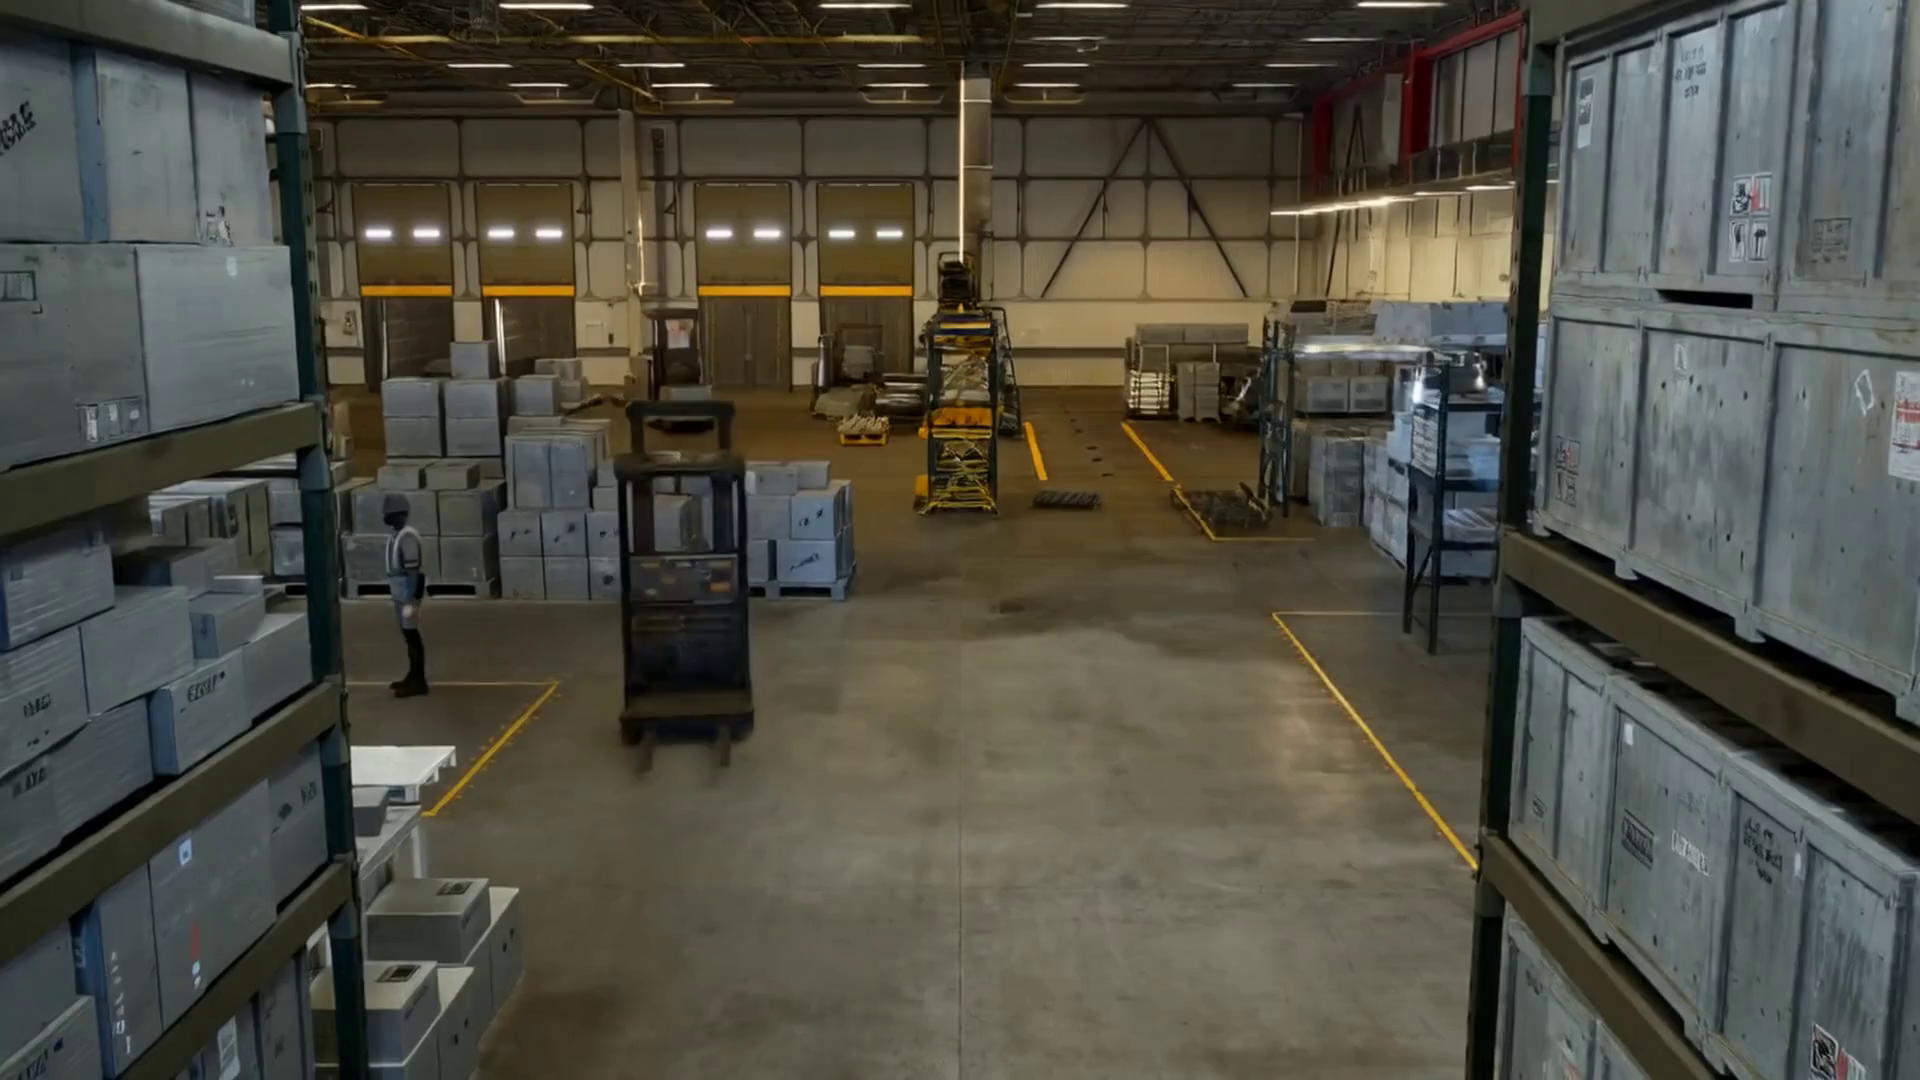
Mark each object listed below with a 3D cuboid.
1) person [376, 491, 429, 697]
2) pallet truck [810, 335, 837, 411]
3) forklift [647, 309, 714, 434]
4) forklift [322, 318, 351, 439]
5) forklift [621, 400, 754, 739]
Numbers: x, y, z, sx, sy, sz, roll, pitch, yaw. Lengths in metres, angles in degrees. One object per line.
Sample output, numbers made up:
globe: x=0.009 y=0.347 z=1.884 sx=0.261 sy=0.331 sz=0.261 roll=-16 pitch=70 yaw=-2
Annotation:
person: x=-5.215 y=0.499 z=15.549 sx=0.378 sy=1.932 sz=0.551 roll=-5 pitch=11 yaw=-25
pallet truck: x=-3.021 y=-4.312 z=43.126 sx=1.885 sy=1.965 sz=0.823 roll=3 pitch=10 yaw=17
forklift: x=-6.464 y=-3.921 z=38.322 sx=1.129 sy=2.768 sz=1.873 roll=-5 pitch=11 yaw=-25
forklift: x=-13.005 y=-3.008 z=33.057 sx=1.129 sy=2.768 sz=1.873 roll=0 pitch=10 yaw=1
forklift: x=-2.450 y=0.154 z=14.815 sx=1.129 sy=2.768 sz=1.873 roll=-1 pitch=10 yaw=-8
